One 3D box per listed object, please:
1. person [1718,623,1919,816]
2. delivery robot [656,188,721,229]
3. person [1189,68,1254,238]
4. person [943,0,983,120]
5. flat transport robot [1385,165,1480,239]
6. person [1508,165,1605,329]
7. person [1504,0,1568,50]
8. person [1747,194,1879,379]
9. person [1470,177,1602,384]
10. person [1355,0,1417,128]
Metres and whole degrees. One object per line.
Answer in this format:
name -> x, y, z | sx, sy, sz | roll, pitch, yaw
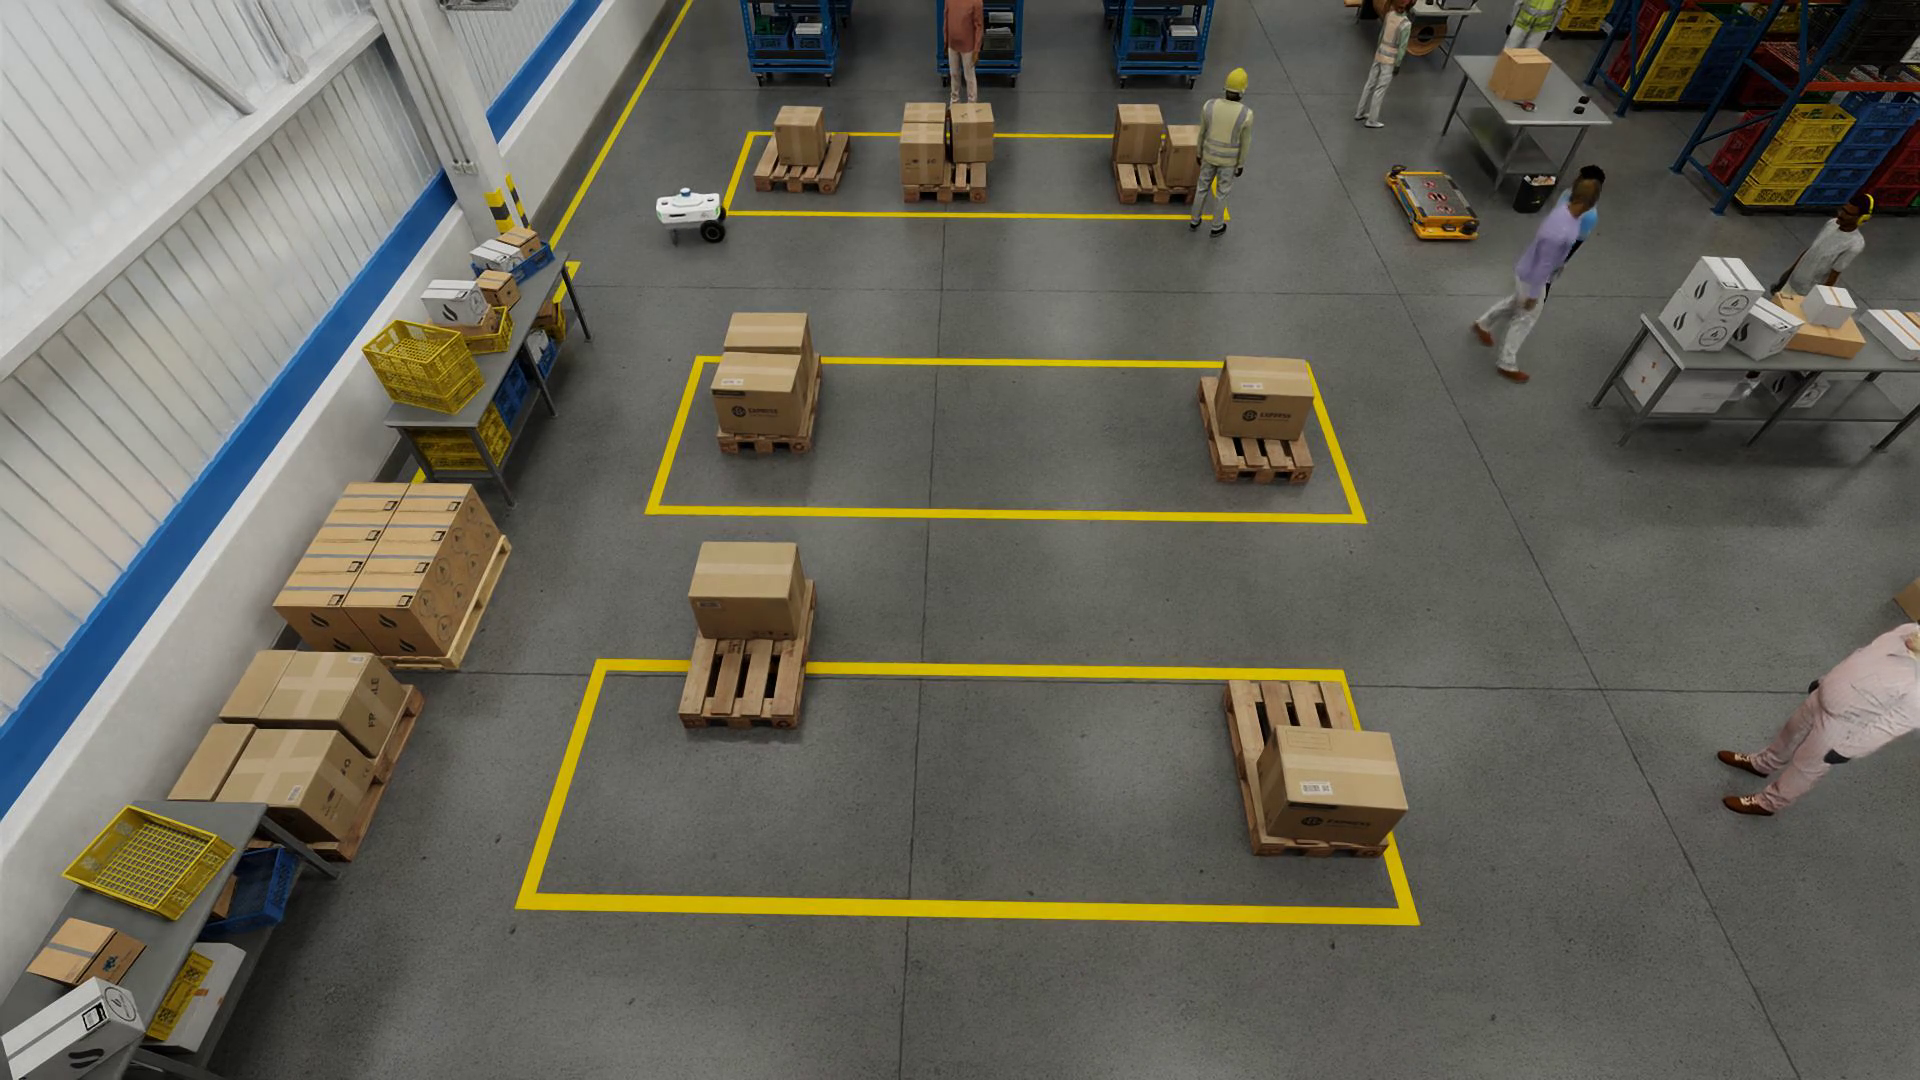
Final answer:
person -> 5.322, 1.042, 5.545 | 0.403, 1.900, 0.641 | 19, 52, 16
delivery robot -> -3.118, -3.811, 10.568 | 0.707, 0.478, 0.477 | -6, 49, -5
person -> 2.907, -4.277, 10.189 | 0.591, 1.837, 0.403 | 26, 54, 21
person -> 0.020, -6.488, 11.998 | 0.616, 1.997, 0.373 | 30, 56, 24
flat transport robot -> 5.692, -4.094, 11.059 | 0.652, 0.197, 1.431 | 1, 49, 1
person -> 5.859, -2.877, 9.068 | 0.315, 1.696, 0.541 | -4, 49, -4
person -> 7.895, -7.113, 12.649 | 0.629, 1.837, 0.430 | 20, 52, 16
person -> 7.765, -2.321, 8.486 | 0.317, 1.856, 0.516 | 5, 49, 5
person -> 5.414, -2.469, 8.590 | 0.702, 1.902, 0.697 | 29, 55, 23
person -> 5.628, -6.317, 12.083 | 0.307, 1.641, 0.511 | -13, 50, -11
